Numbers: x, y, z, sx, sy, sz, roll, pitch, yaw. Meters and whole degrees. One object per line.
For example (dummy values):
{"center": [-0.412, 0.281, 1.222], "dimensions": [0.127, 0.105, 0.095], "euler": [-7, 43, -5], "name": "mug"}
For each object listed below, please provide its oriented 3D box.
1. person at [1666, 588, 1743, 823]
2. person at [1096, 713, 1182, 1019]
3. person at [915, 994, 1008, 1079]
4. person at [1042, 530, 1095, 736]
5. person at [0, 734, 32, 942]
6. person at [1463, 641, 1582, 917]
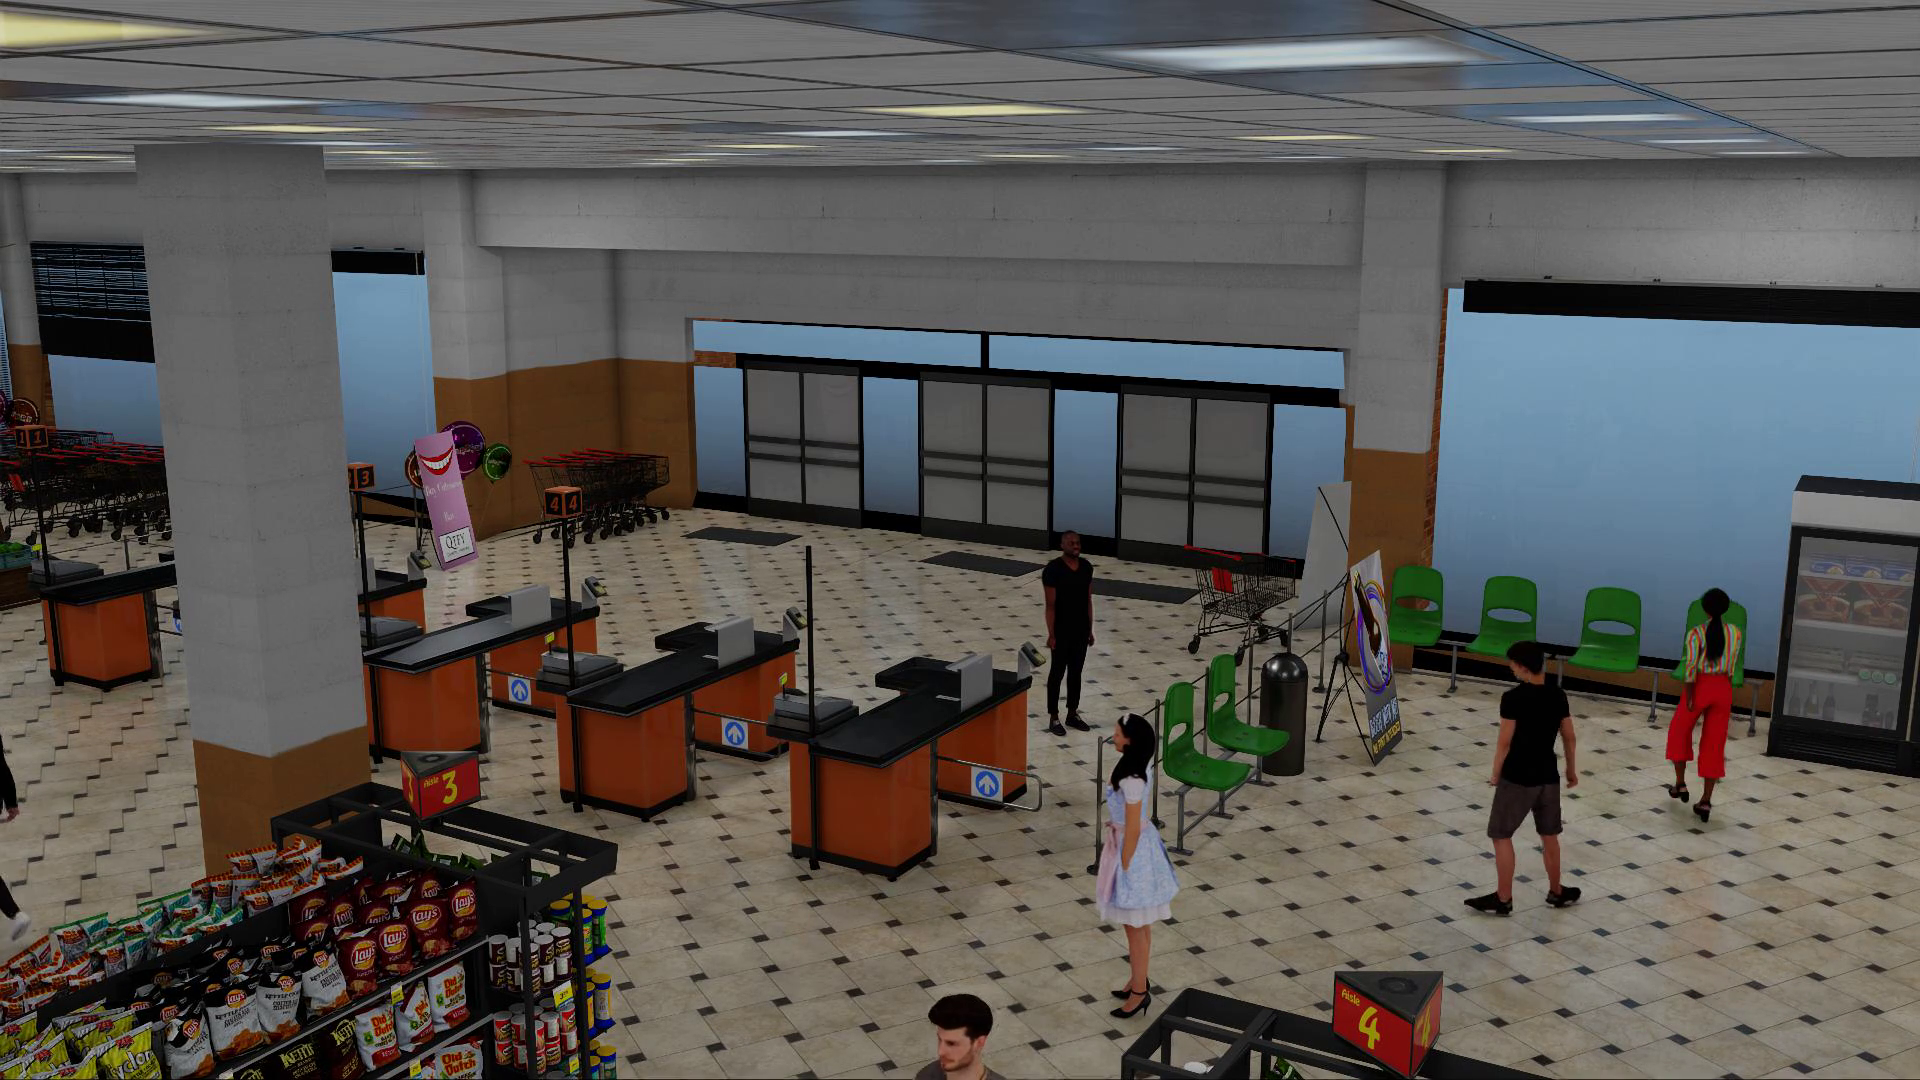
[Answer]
{"center": [5.713, 1.267, 12.622], "dimensions": [0.750, 1.776, 0.862], "euler": [1, 12, 6], "name": "person"}
{"center": [0.996, 1.877, 9.626], "dimensions": [0.855, 1.817, 0.764], "euler": [2, 12, 12], "name": "person"}
{"center": [0.102, 2.570, 6.239], "dimensions": [0.853, 1.857, 1.232], "euler": [10, 15, 39], "name": "person"}
{"center": [0.957, 0.800, 14.732], "dimensions": [0.683, 1.820, 0.811], "euler": [-7, 14, -30], "name": "person"}
{"center": [-6.203, 1.769, 10.550], "dimensions": [0.673, 1.648, 1.037], "euler": [7, 14, 29], "name": "person"}
{"center": [3.824, 1.578, 10.998], "dimensions": [0.965, 1.837, 1.082], "euler": [-2, 12, -8], "name": "person"}
